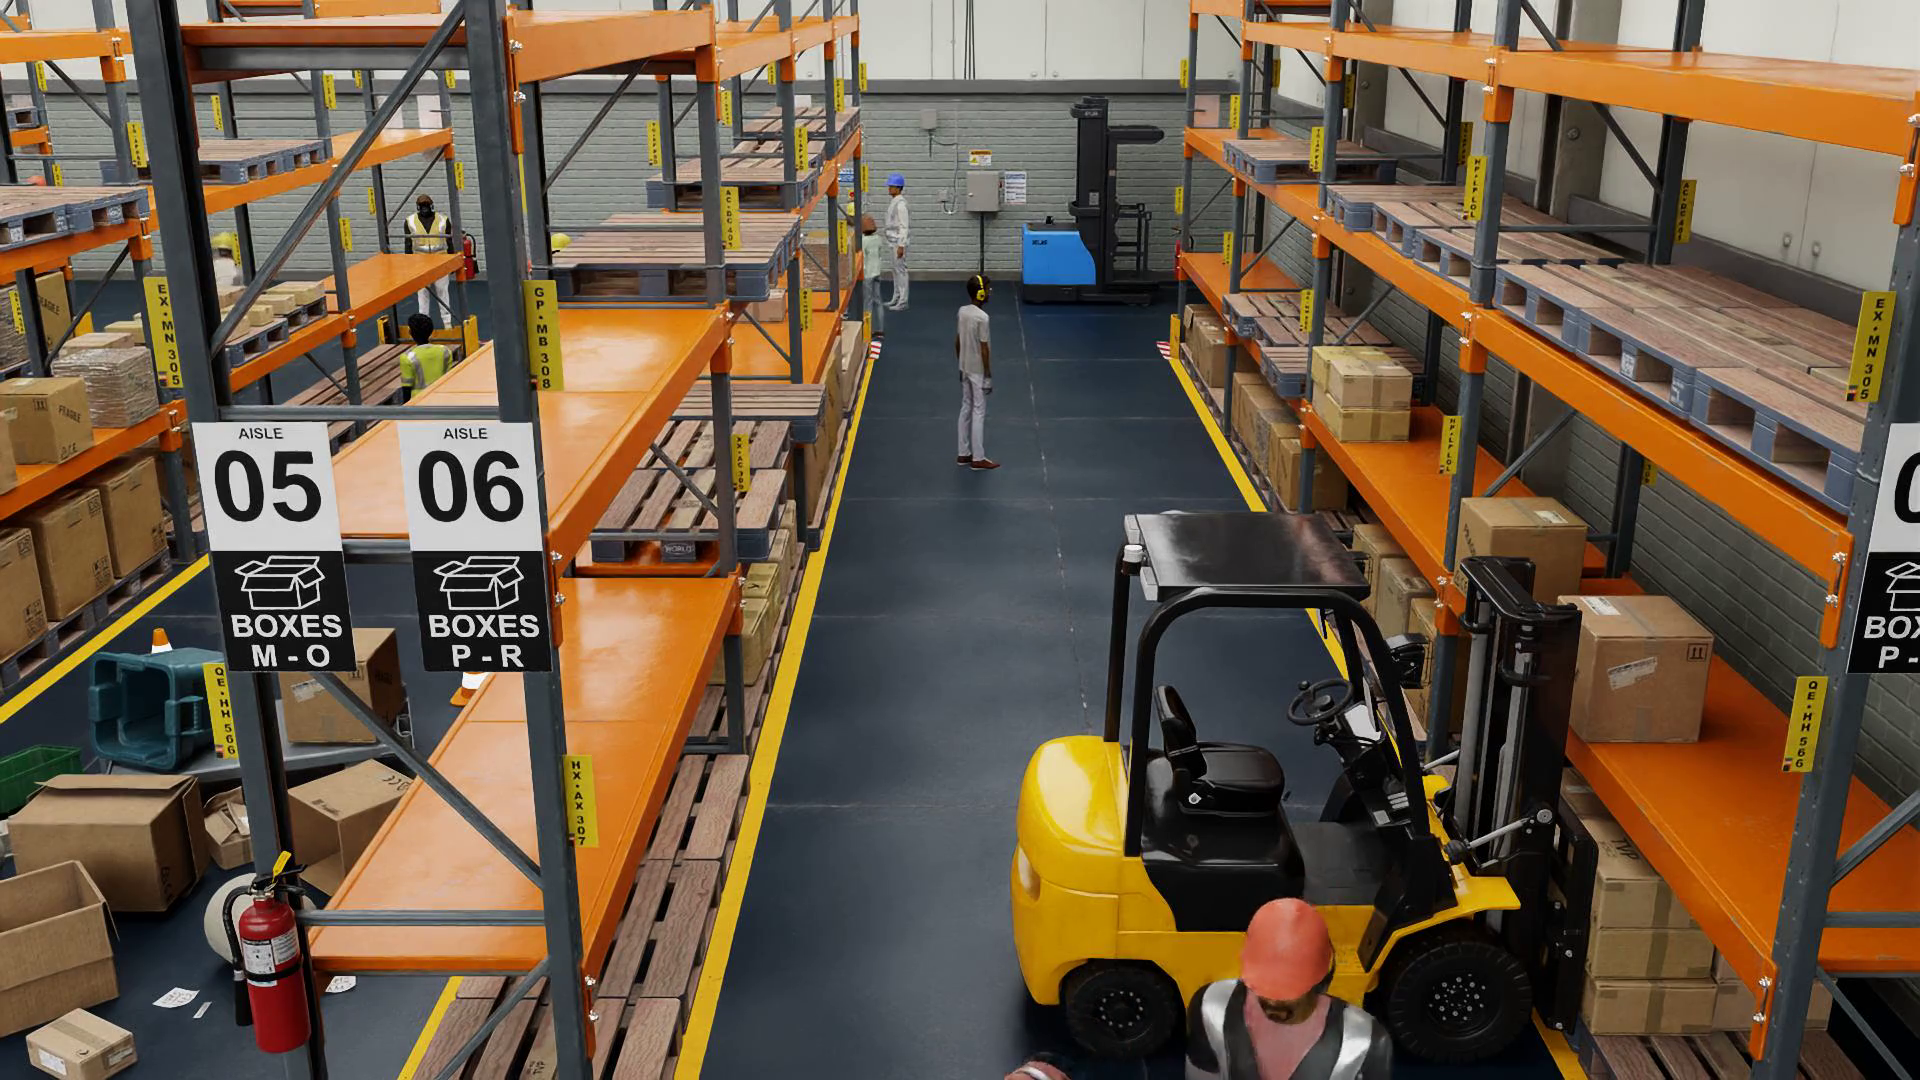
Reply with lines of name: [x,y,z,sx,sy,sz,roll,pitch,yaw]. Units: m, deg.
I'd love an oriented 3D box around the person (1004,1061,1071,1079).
person: [0.184,2.201,4.453,0.666,1.854,1.016,16,24,39]

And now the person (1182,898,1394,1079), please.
person: [0.931,1.955,4.952,0.626,2.018,0.601,9,20,25]

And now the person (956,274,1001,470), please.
person: [0.152,-1.611,15.948,0.331,1.872,0.513,-11,21,-30]

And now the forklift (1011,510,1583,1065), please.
forklift: [1.387,1.055,7.378,2.313,2.155,1.214,0,18,0]

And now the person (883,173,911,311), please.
person: [-0.896,-4.271,23.859,0.375,1.950,0.614,-5,19,-15]

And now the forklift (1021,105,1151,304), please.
forklift: [1.857,-4.944,24.441,1.873,2.768,1.129,0,18,0]

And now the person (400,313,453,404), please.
person: [-4.770,-1.196,14.969,0.320,1.693,0.534,14,23,36]

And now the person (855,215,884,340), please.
person: [-1.196,-3.458,21.902,0.266,1.631,0.507,12,22,32]

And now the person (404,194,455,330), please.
person: [-7.112,-3.716,22.355,0.633,1.842,0.429,-6,19,-17]
